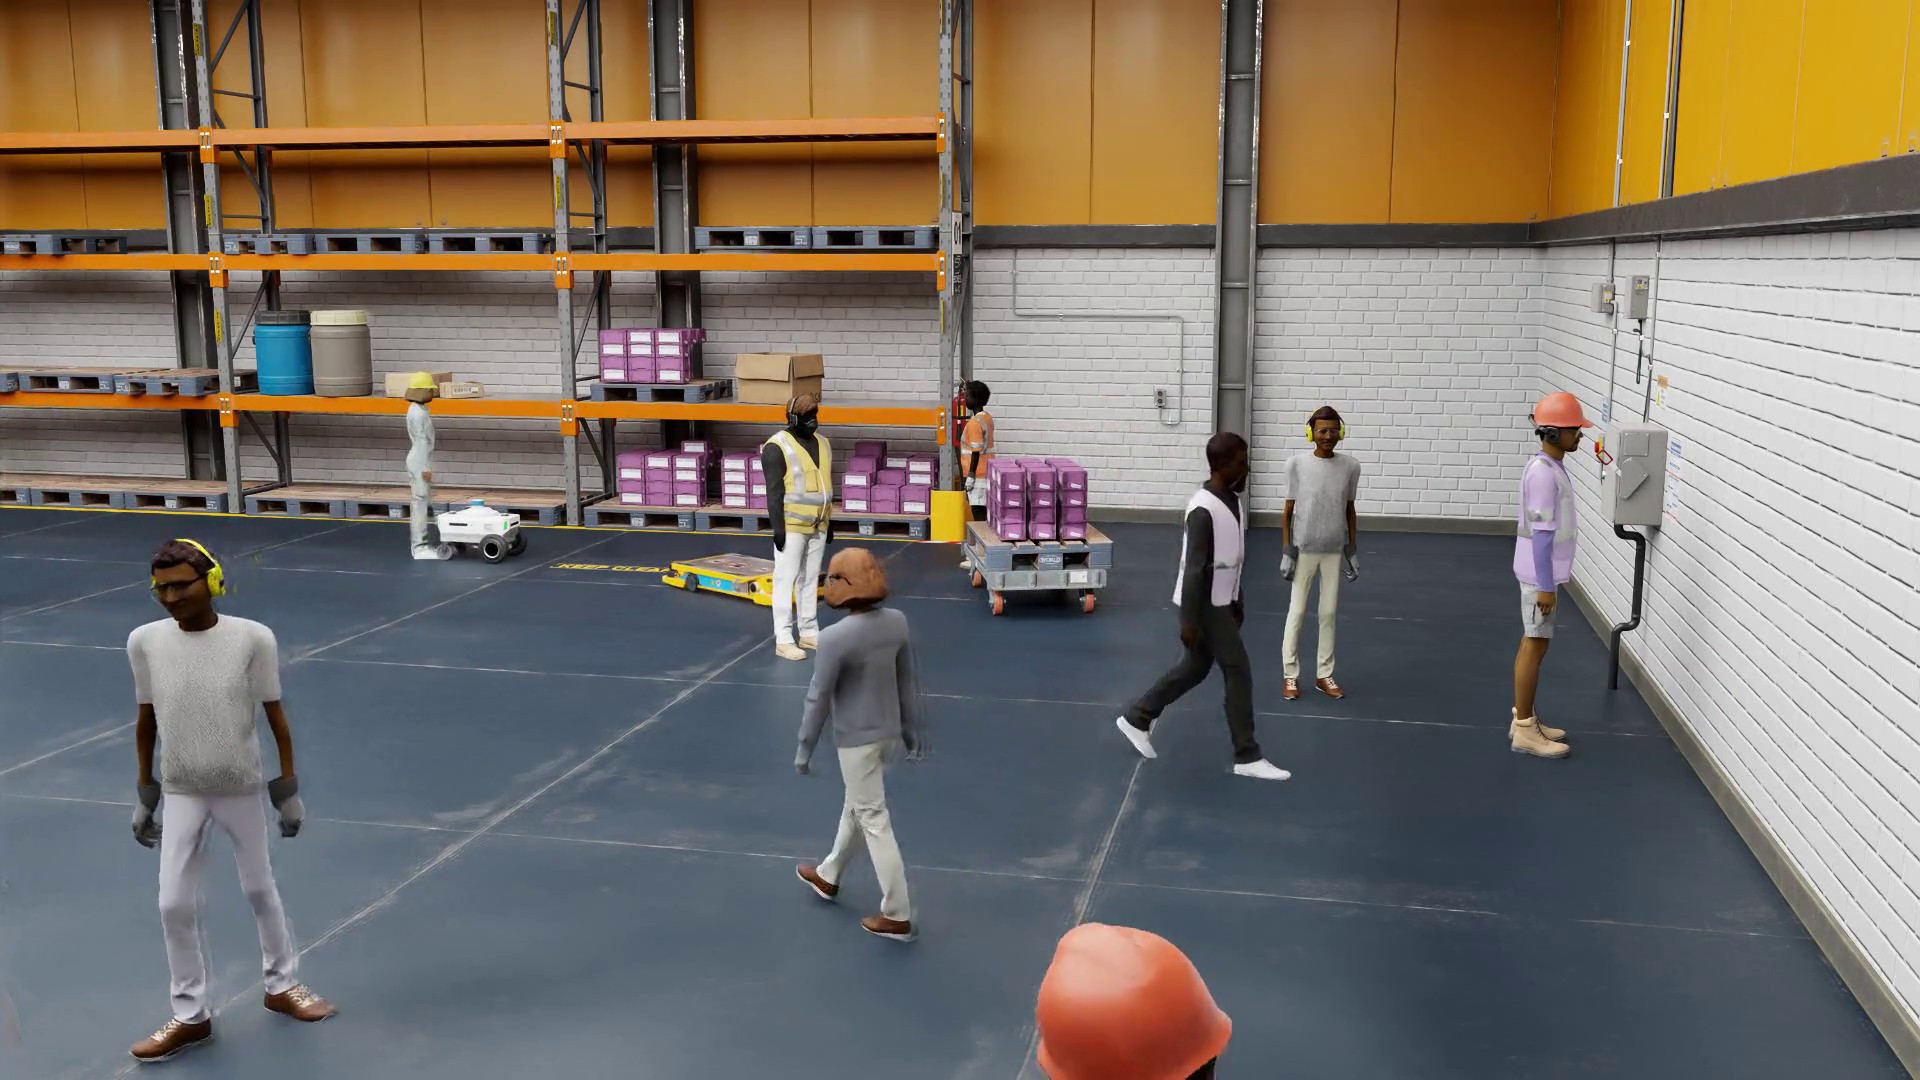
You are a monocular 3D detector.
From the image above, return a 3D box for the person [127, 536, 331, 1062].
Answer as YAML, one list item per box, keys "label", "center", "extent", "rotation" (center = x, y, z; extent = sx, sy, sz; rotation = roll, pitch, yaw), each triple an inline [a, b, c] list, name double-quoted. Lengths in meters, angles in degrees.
- label: "person"
  center: [-2.586, 0.888, 5.876]
  extent: [0.646, 1.843, 0.437]
  rotation: [-2, 10, -10]

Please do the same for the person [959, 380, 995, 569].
- label: "person"
  center: [0.161, -0.589, 15.013]
  extent: [0.318, 1.697, 0.535]
  rotation: [2, 10, 12]

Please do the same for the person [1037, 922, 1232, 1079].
- label: "person"
  center: [0.312, 1.455, 2.331]
  extent: [0.570, 1.893, 0.758]
  rotation: [2, 10, 10]

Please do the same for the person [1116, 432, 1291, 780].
- label: "person"
  center: [1.314, 0.335, 9.028]
  extent: [0.968, 1.879, 0.604]
  rotation: [4, 10, 22]

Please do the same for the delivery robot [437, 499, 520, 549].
- label: "delivery robot"
  center: [-4.456, -0.135, 15.398]
  extent: [0.707, 0.478, 0.477]
  rotation: [1, 10, 9]

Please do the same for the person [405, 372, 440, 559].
- label: "person"
  center: [-4.996, -0.692, 15.490]
  extent: [0.324, 1.744, 0.493]
  rotation: [-3, 10, -18]

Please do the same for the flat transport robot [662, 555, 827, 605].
- label: "flat transport robot"
  center: [-1.793, 0.312, 13.885]
  extent: [1.431, 0.197, 0.652]
  rotation: [9, 13, 43]

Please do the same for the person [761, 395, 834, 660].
- label: "person"
  center: [-1.103, -0.099, 11.679]
  extent: [0.430, 1.845, 0.620]
  rotation: [7, 12, 35]

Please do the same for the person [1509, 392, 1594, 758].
- label: "person"
  center: [3.319, 0.188, 9.382]
  extent: [0.378, 2.045, 0.605]
  rotation: [3, 10, 19]

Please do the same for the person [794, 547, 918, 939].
- label: "person"
  center: [-0.484, 0.820, 6.926]
  extent: [0.801, 1.593, 0.526]
  rotation: [7, 12, 37]

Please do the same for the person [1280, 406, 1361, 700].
- label: "person"
  center: [2.287, 0.081, 10.532]
  extent: [0.521, 1.873, 0.335]
  rotation: [-1, 10, -5]
